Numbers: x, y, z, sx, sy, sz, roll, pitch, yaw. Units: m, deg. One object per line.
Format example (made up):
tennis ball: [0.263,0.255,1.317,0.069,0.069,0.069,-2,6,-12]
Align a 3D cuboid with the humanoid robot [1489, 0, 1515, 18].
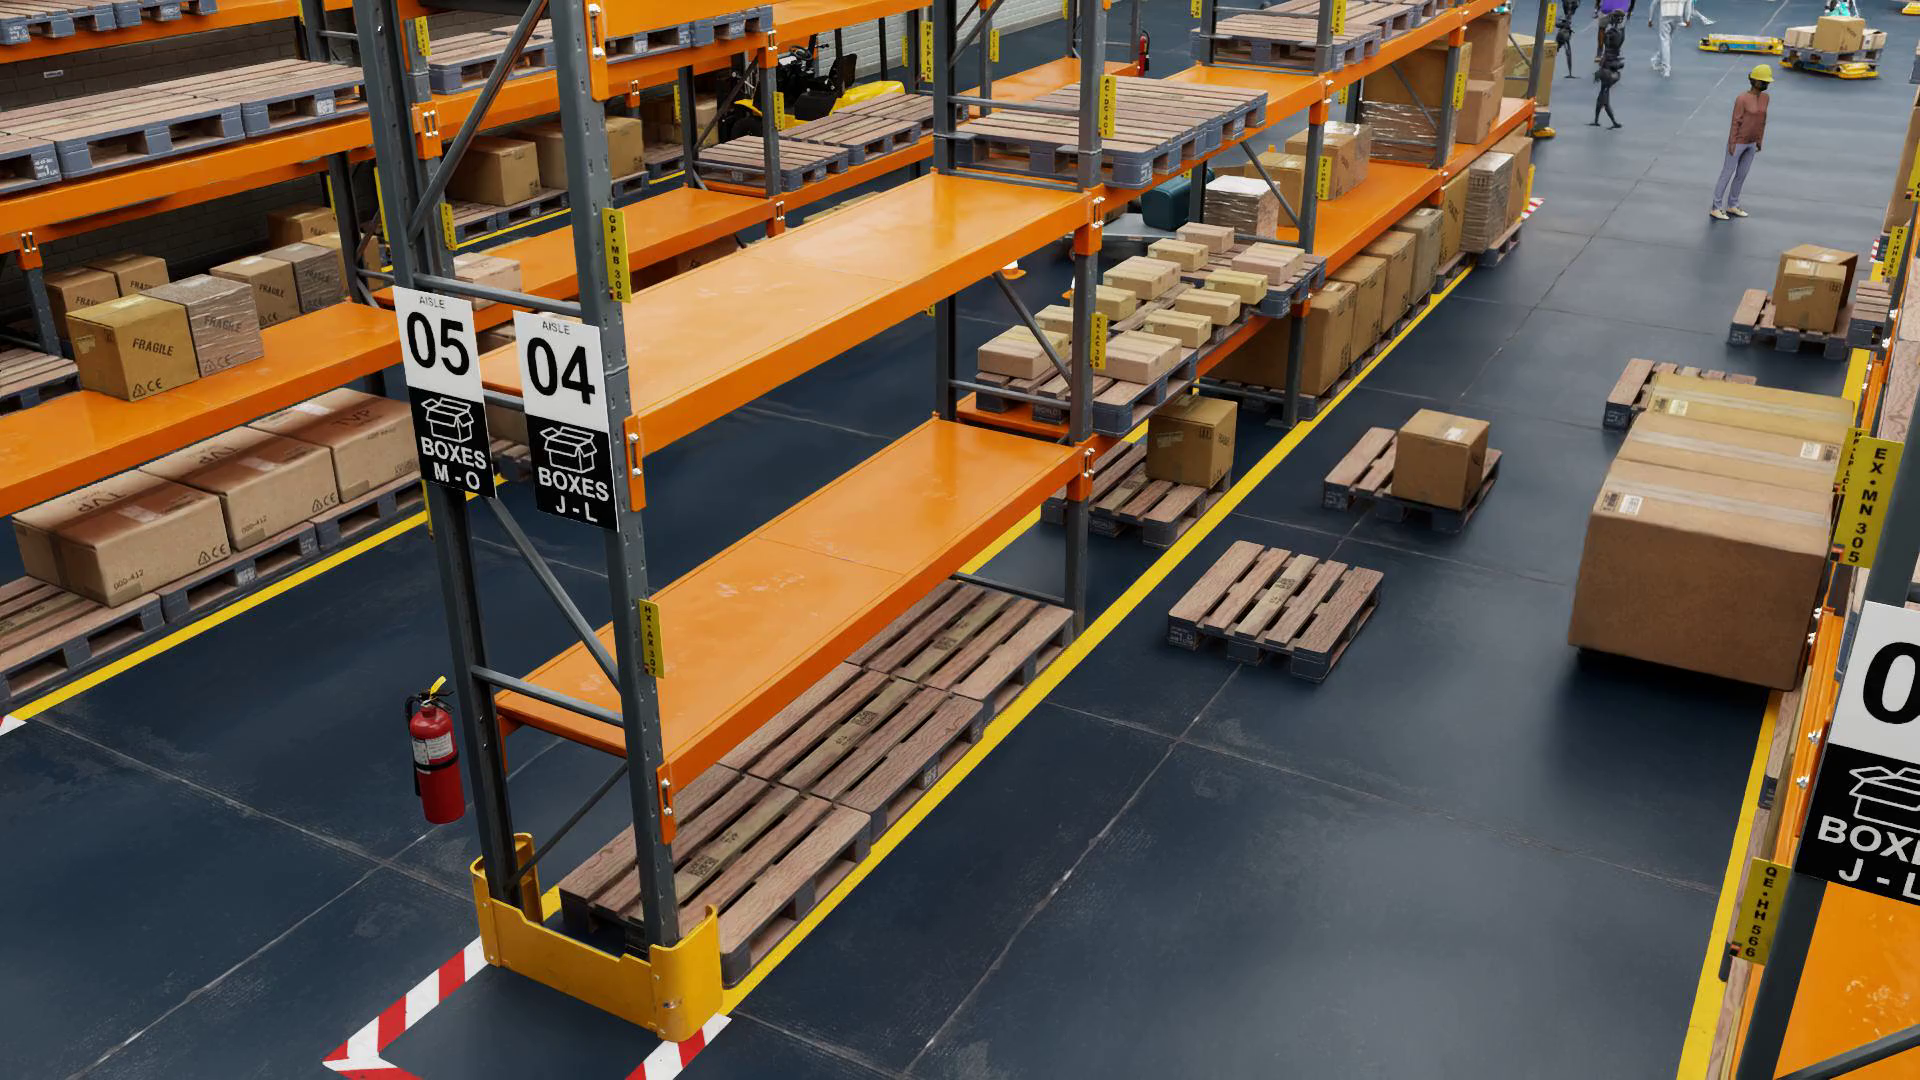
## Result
humanoid robot: [9.212,-9.187,28.812,0.550,1.830,0.874,-6,26,-12]

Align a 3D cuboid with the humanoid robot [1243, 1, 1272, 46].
humanoid robot: [4.343,-6.993,24.253,0.598,1.647,0.365,15,29,28]

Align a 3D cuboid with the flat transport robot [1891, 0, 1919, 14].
flat transport robot: [19.788,-10.939,34.071,0.659,0.231,1.431,17,31,32]

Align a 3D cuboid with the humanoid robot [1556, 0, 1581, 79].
humanoid robot: [9.859,-8.373,27.179,0.768,1.614,0.596,9,27,18]

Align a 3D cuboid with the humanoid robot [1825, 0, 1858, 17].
humanoid robot: [15.361,-9.237,28.881,0.560,1.808,0.789,-7,27,-14]

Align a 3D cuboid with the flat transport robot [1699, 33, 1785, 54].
flat transport robot: [14.031,-8.878,29.790,1.431,0.231,0.659,10,27,20]

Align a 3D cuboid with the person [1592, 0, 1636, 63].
person: [11.039,-8.979,28.073,0.687,1.939,0.549,7,27,14]

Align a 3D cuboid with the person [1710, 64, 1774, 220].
person: [9.044,-4.573,19.131,0.521,1.760,0.343,-12,28,-24]

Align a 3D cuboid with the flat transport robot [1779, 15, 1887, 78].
flat transport robot: [14.606,-7.973,27.910,0.659,0.231,1.431,-11,28,-22]

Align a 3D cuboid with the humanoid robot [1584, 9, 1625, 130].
humanoid robot: [9.275,-6.673,23.635,0.627,1.645,0.542,-18,31,-32]

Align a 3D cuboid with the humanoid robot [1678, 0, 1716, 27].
humanoid robot: [14.035,-10.585,31.639,0.967,1.728,0.531,2,26,5]

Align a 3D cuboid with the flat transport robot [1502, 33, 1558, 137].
flat transport robot: [7.619,-5.867,23.533,1.431,0.231,0.659,0,26,0]

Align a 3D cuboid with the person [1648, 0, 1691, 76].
person: [11.742,-8.681,27.559,0.610,1.844,1.024,1,26,2]

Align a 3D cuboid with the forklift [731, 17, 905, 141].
forklift: [-1.819,-5.975,21.543,2.313,2.155,1.214,14,29,26]
